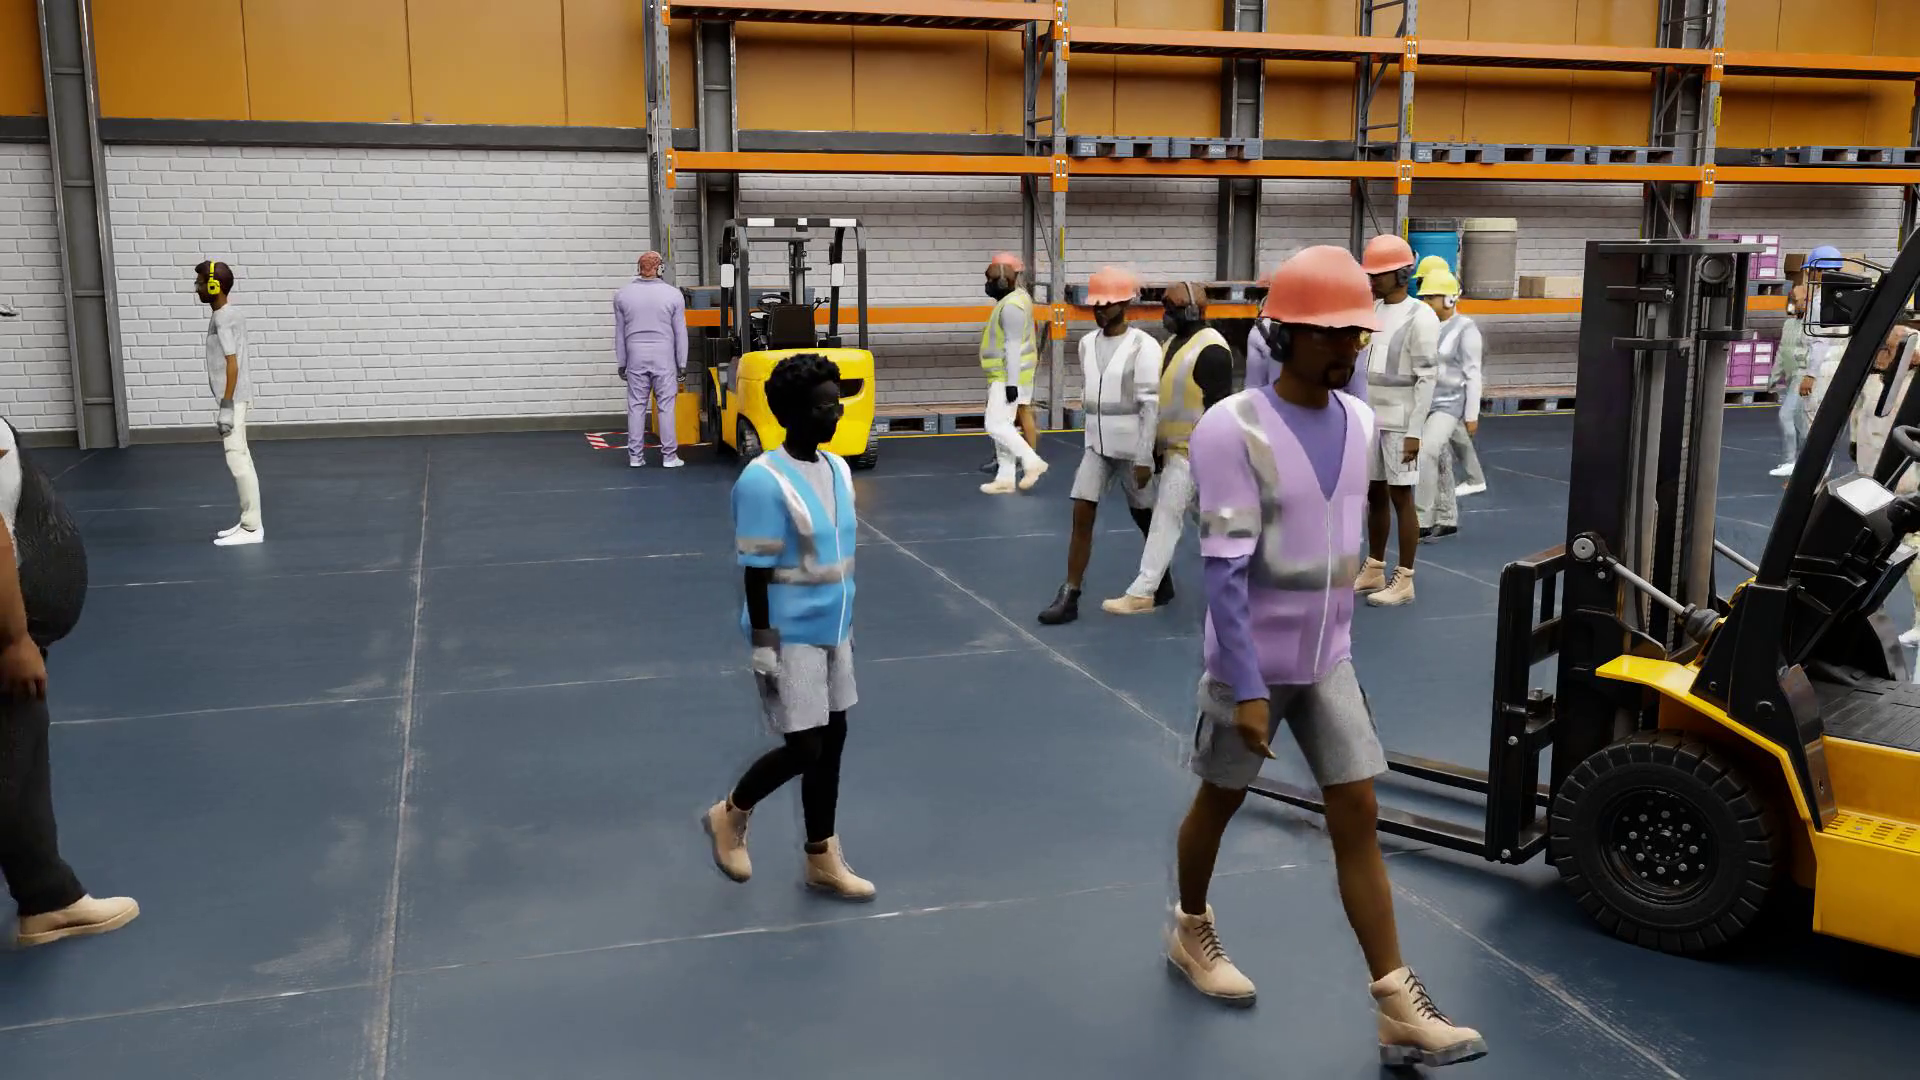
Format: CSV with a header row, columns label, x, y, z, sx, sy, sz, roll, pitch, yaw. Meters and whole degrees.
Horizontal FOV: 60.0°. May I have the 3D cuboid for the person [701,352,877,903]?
label,x,y,z,sx,sy,sz,roll,pitch,yaw
person,-0.501,0.274,5.019,0.448,1.686,0.548,6,12,28

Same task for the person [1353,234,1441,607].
label,x,y,z,sx,sy,sz,roll,pitch,yaw
person,2.340,-0.648,9.146,0.395,2.033,0.605,-4,11,-20

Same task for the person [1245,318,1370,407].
label,x,y,z,sx,sy,sz,roll,pitch,yaw
person,1.870,-0.539,8.893,0.661,1.901,0.838,5,12,26

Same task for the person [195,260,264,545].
label,x,y,z,sx,sy,sz,roll,pitch,yaw
person,-4.822,-0.898,10.969,0.310,1.868,0.532,-3,11,-17

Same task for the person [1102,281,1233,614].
label,x,y,z,sx,sy,sz,roll,pitch,yaw
person,1.265,-0.499,9.010,0.952,1.798,0.649,-2,11,-13

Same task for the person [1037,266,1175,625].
label,x,y,z,sx,sy,sz,roll,pitch,yaw
person,0.846,-0.512,8.851,0.550,1.880,1.010,9,14,41

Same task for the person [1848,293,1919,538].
label,x,y,z,sx,sy,sz,roll,pitch,yaw
person,5.516,-0.648,9.832,0.930,1.792,0.590,-1,10,-4

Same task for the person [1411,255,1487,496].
label,x,y,z,sx,sy,sz,roll,pitch,yaw
person,3.686,-1.276,13.022,1.017,1.875,0.604,3,11,16

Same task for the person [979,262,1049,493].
label,x,y,z,sx,sy,sz,roll,pitch,yaw
person,0.381,-1.260,13.058,0.467,1.829,0.655,-1,10,-3

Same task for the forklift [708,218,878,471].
label,x,y,z,sx,sy,sz,roll,pitch,yaw
forklift,-1.522,-1.778,14.899,1.214,2.155,2.313,-3,11,-17

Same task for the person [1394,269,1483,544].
label,x,y,z,sx,sy,sz,roll,pitch,yaw
person,3.063,-0.872,10.975,0.706,1.805,0.611,-4,11,-20

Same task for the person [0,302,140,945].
label,x,y,z,sx,sy,sz,roll,pitch,yaw
person,-2.763,0.202,4.463,0.831,2.000,0.695,-9,13,-40

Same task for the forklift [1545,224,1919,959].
label,x,y,z,sx,sy,sz,roll,pitch,yaw
forklift,2.909,0.117,4.508,2.313,2.155,1.214,9,14,40

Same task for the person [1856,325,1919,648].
label,x,y,z,sx,sy,sz,roll,pitch,yaw
person,4.528,-0.276,8.299,0.522,1.583,0.869,-9,14,-42

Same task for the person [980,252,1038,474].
label,x,y,z,sx,sy,sz,roll,pitch,yaw
person,0.409,-1.473,14.060,0.651,1.886,0.632,-3,11,-15

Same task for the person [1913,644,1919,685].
label,x,y,z,sx,sy,sz,roll,pitch,yaw
person,4.265,-0.139,6.717,0.726,1.897,0.610,1,10,4

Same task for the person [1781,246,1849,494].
label,x,y,z,sx,sy,sz,roll,pitch,yaw
person,6.802,-1.340,13.167,0.389,1.949,0.604,8,13,38

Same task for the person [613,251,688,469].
label,x,y,z,sx,sy,sz,roll,pitch,yaw
person,-2.690,-1.570,14.576,0.643,1.900,0.403,1,10,3

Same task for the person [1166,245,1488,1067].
label,x,y,z,sx,sy,sz,roll,pitch,yaw
person,0.857,0.293,4.083,0.612,1.988,1.044,-6,12,-29

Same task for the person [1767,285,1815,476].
label,x,y,z,sx,sy,sz,roll,pitch,yaw
person,7.023,-1.338,14.061,0.567,1.609,0.517,-1,10,-3
